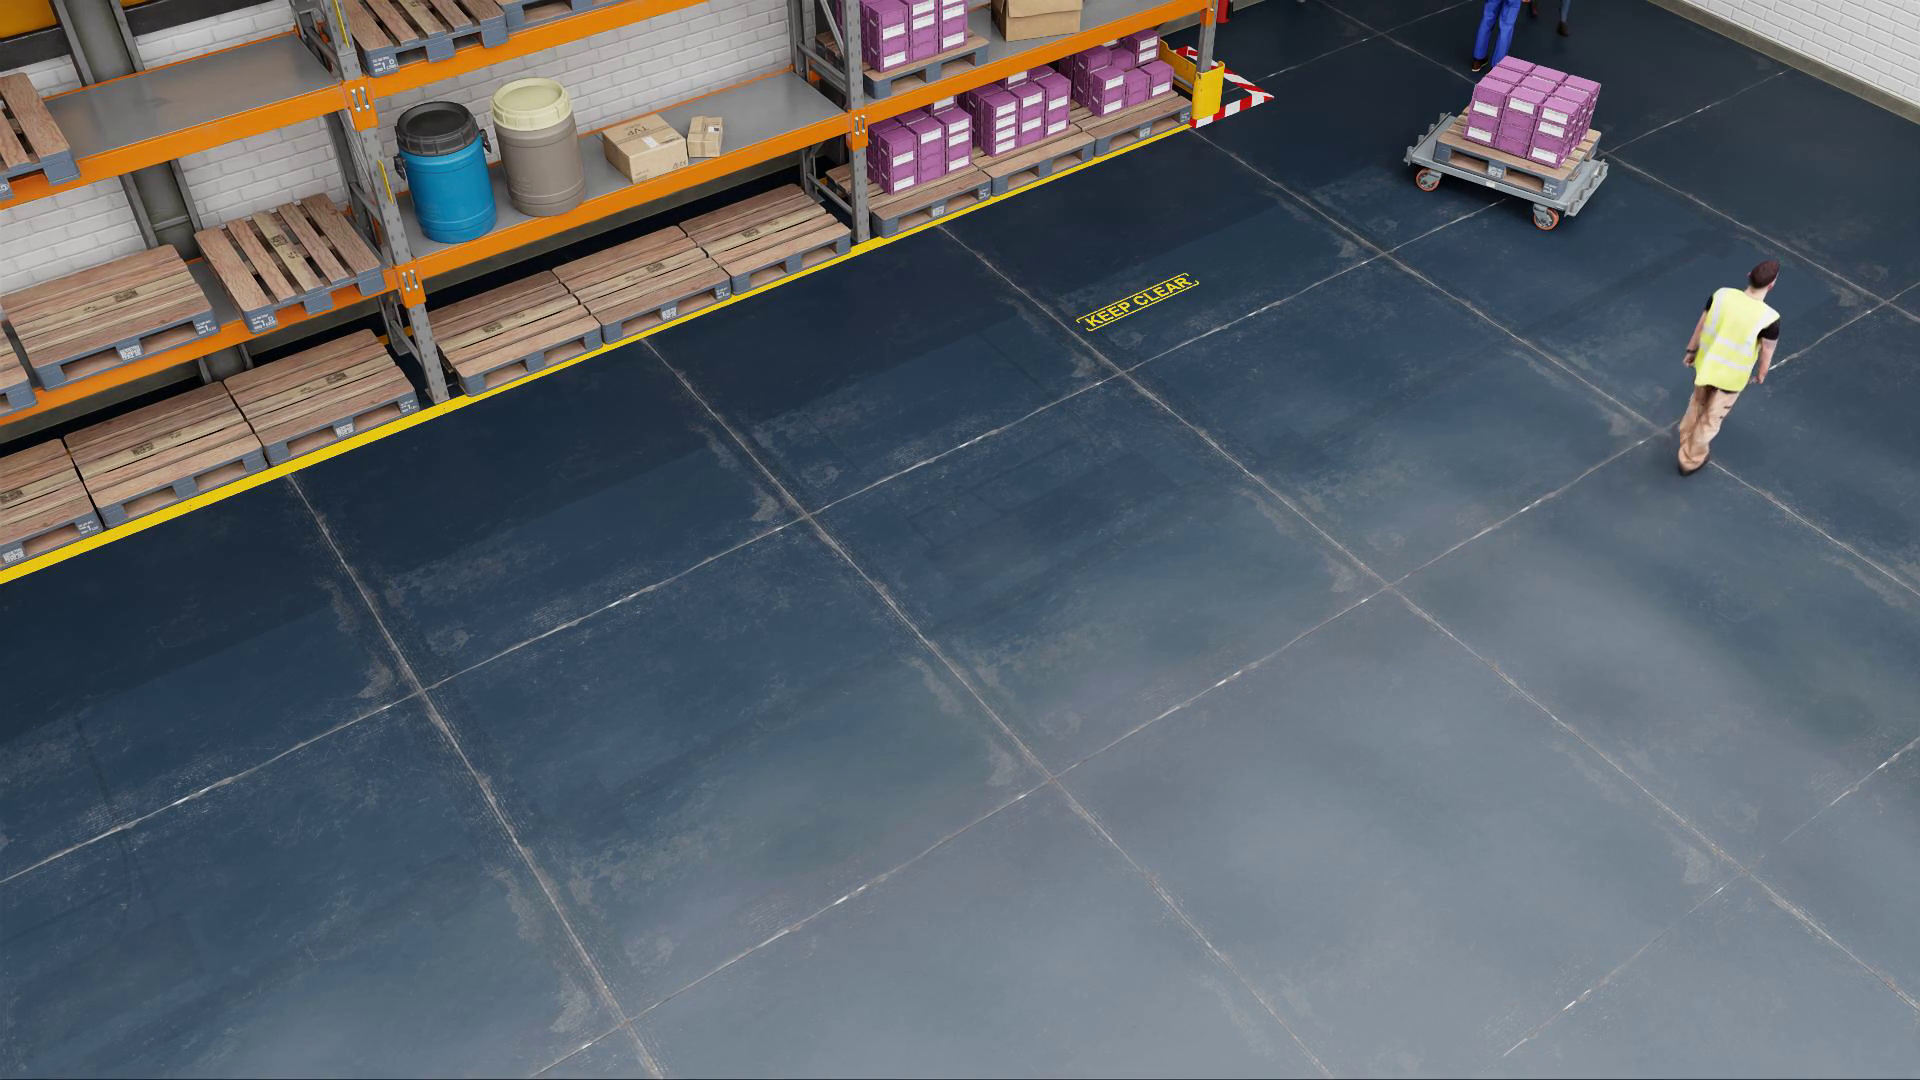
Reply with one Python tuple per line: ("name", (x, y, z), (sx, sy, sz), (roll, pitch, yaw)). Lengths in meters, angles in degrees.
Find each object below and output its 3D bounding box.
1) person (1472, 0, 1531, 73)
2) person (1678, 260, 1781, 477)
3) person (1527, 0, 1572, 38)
("person", (5.479, -5.555, 16.621), (0.613, 1.863, 0.710), (-30, 51, -27))
("person", (5.513, -1.215, 12.092), (0.879, 1.827, 0.747), (-30, 51, -28))
("person", (6.285, -6.184, 17.468), (1.105, 1.606, 0.953), (-7, 44, -7))
